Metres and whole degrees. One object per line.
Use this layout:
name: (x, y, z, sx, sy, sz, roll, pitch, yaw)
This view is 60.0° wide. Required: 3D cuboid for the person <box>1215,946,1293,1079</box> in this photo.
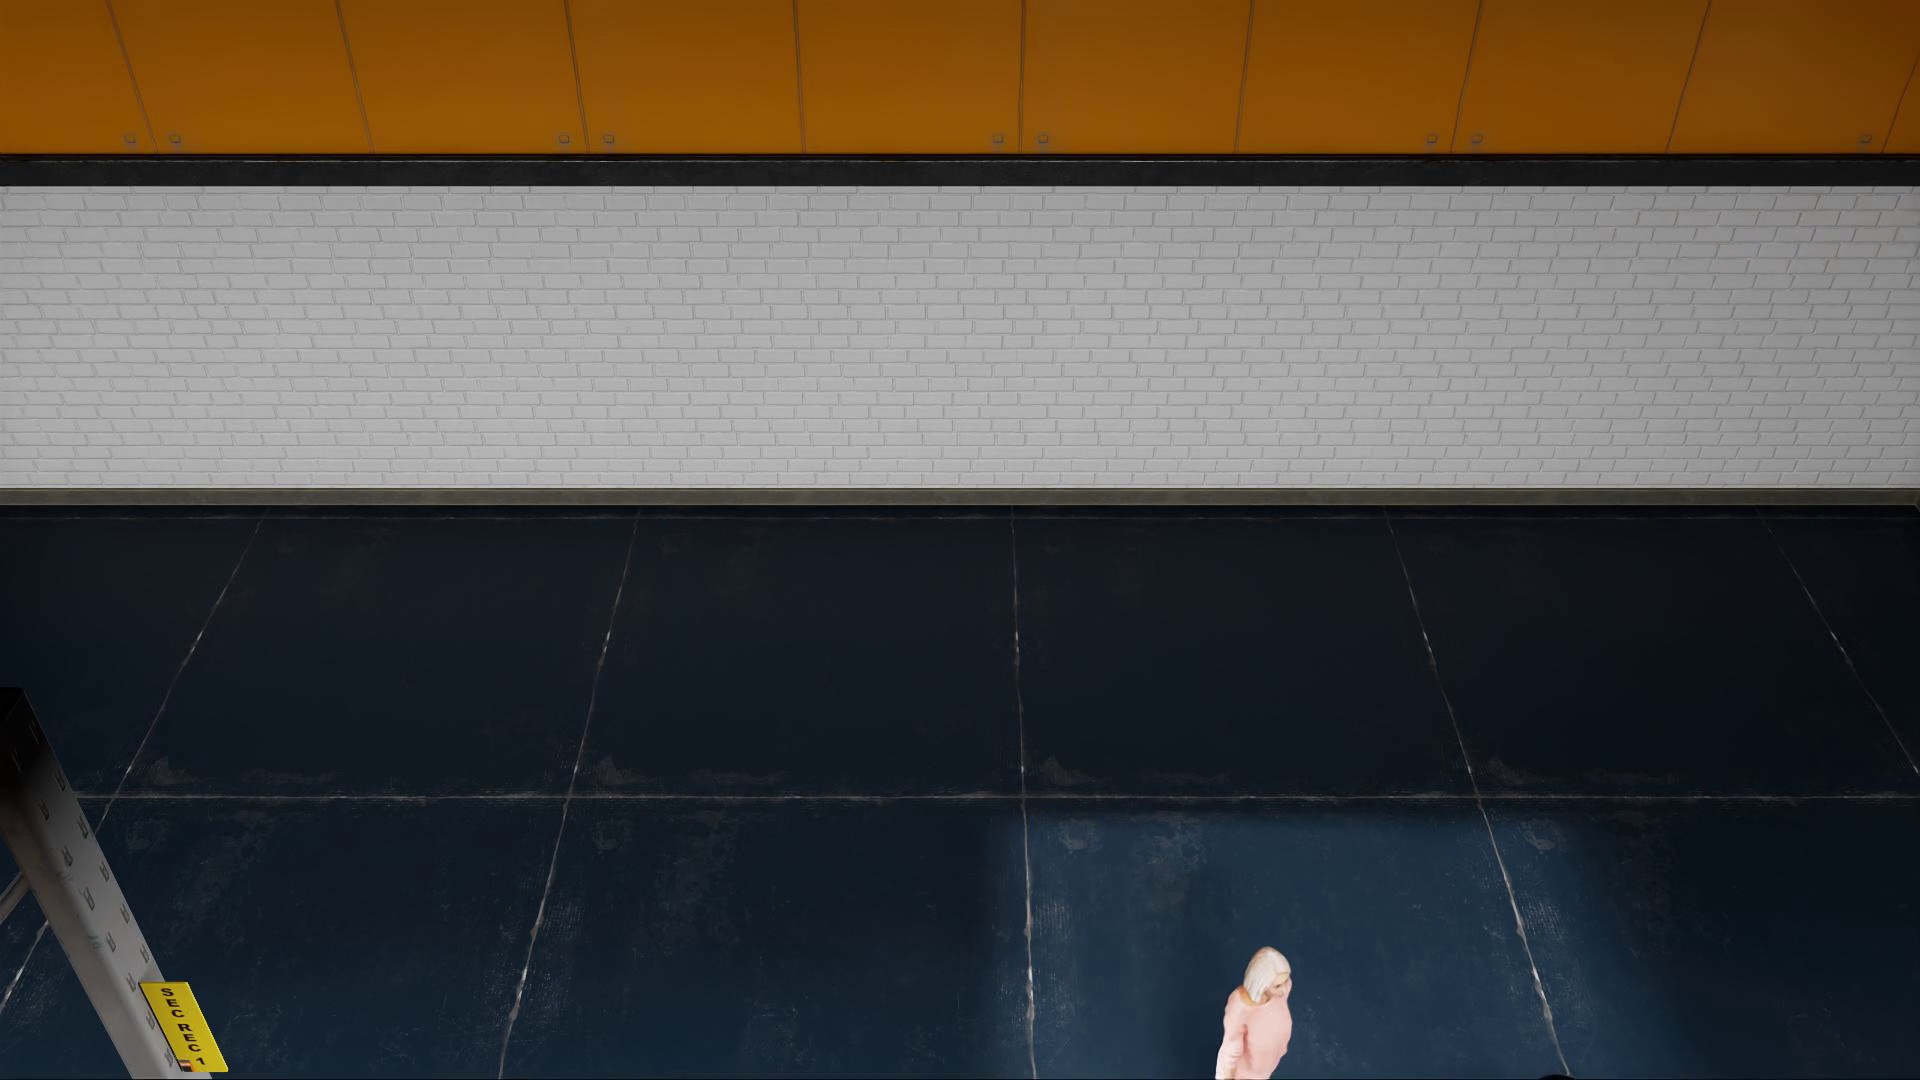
person: (1.462, 2.619, 8.423, 0.674, 1.724, 0.728, -31, 48, -33)
